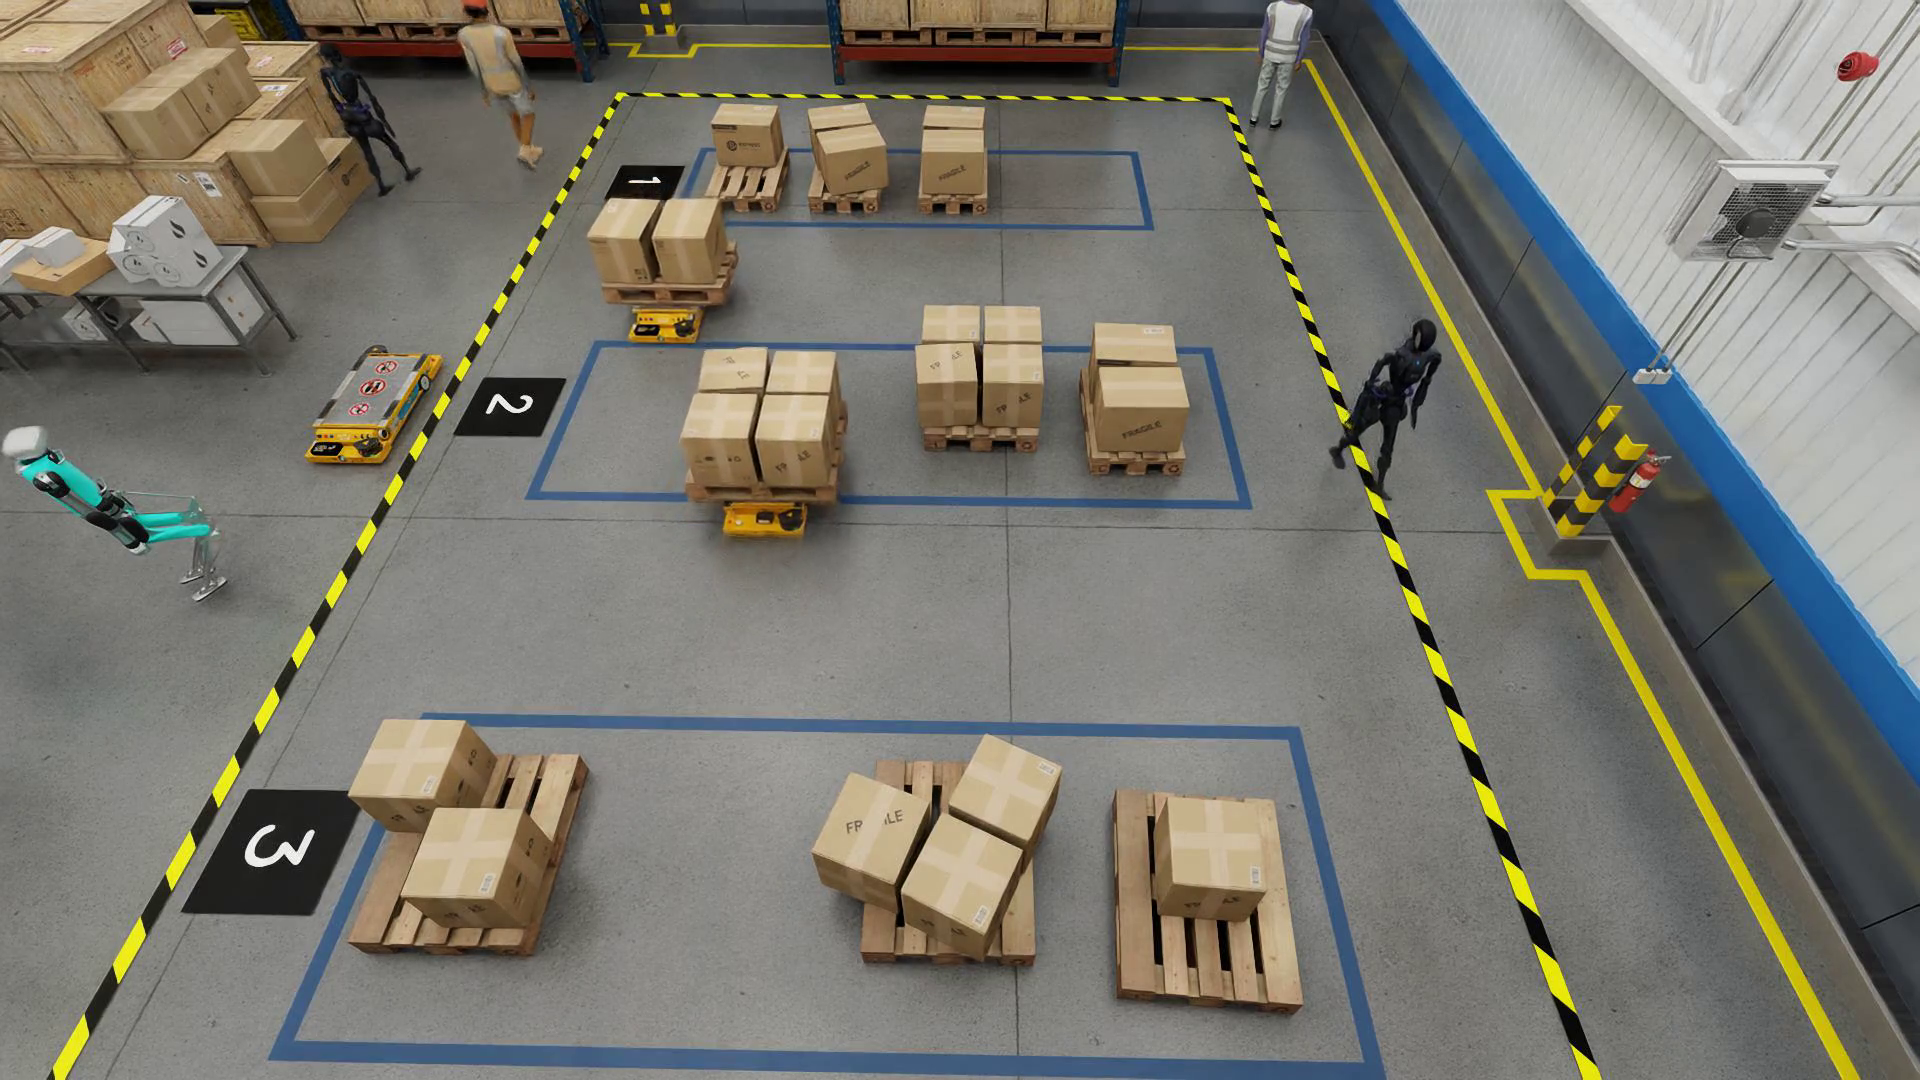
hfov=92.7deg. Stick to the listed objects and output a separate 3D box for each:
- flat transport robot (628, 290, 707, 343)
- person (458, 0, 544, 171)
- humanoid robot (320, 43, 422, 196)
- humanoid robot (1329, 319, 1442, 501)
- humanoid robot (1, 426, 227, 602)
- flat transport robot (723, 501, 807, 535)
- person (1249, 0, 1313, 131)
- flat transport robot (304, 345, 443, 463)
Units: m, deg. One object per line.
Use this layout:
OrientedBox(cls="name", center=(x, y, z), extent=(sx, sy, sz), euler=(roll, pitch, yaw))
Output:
OrientedBox(cls="flat transport robot", center=(-2.951, -2.565, 9.519), extent=(0.652, 0.197, 1.431), euler=(1, 50, 1))
OrientedBox(cls="person", center=(-5.346, -5.318, 10.713), extent=(0.617, 2.023, 0.666), euler=(1, 50, 0))
OrientedBox(cls="humanoid robot", center=(-6.887, -4.880, 10.582), extent=(0.588, 1.642, 0.632), euler=(4, 50, 3))
OrientedBox(cls="humanoid robot", center=(3.431, -1.052, 7.355), extent=(0.584, 1.624, 0.759), euler=(-6, 50, -5))
OrientedBox(cls="humanoid robot", center=(-5.792, -0.237, 6.518), extent=(0.735, 1.676, 0.533), euler=(-37, 59, -27))
OrientedBox(cls="flat transport robot", center=(-1.597, -0.642, 7.892), extent=(0.652, 0.197, 1.431), euler=(1, 50, 1))
OrientedBox(cls="person", center=(4.029, -6.098, 11.499), extent=(0.589, 1.837, 0.404), euler=(21, 53, 17))
OrientedBox(cls="flat transport robot", center=(-5.383, -1.269, 8.441), extent=(0.659, 0.231, 1.431), euler=(1, 50, 1))
